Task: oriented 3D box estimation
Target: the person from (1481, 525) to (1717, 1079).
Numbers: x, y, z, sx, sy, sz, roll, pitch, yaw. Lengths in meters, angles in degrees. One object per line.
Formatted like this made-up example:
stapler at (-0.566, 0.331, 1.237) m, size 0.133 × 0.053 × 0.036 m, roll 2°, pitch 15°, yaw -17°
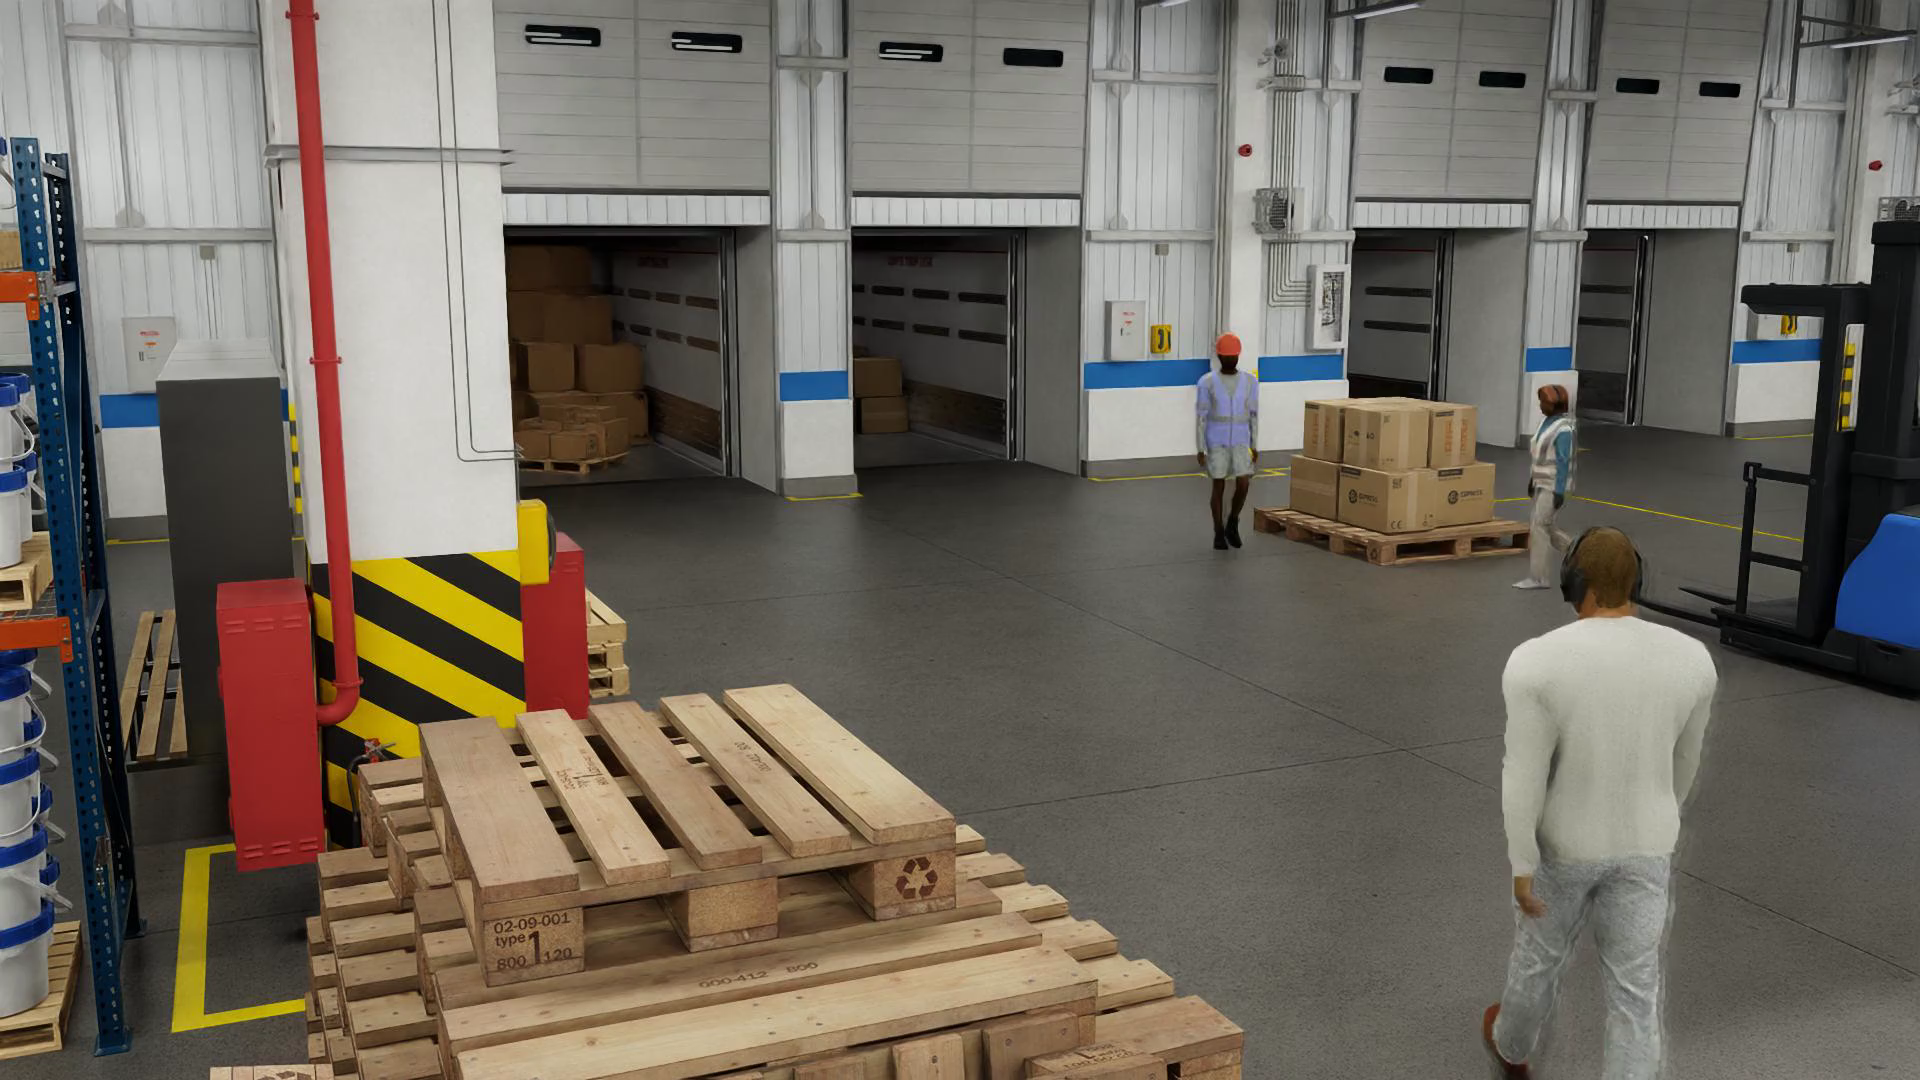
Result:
person at (1.882, 0.888, 5.017) m, size 0.629 × 1.886 × 0.990 m, roll 1°, pitch 10°, yaw 3°

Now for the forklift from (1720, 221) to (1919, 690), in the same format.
forklift at (5.949, -0.550, 10.218) m, size 1.129 × 2.768 × 1.873 m, roll -4°, pitch 11°, yaw -23°

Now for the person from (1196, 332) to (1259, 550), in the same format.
person at (2.336, -0.852, 14.533) m, size 0.566 × 1.916 × 0.441 m, roll 0°, pitch 10°, yaw -2°

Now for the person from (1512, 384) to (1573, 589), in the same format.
person at (4.632, -0.407, 12.897) m, size 0.550 × 1.615 × 0.526 m, roll 1°, pitch 10°, yaw 3°
